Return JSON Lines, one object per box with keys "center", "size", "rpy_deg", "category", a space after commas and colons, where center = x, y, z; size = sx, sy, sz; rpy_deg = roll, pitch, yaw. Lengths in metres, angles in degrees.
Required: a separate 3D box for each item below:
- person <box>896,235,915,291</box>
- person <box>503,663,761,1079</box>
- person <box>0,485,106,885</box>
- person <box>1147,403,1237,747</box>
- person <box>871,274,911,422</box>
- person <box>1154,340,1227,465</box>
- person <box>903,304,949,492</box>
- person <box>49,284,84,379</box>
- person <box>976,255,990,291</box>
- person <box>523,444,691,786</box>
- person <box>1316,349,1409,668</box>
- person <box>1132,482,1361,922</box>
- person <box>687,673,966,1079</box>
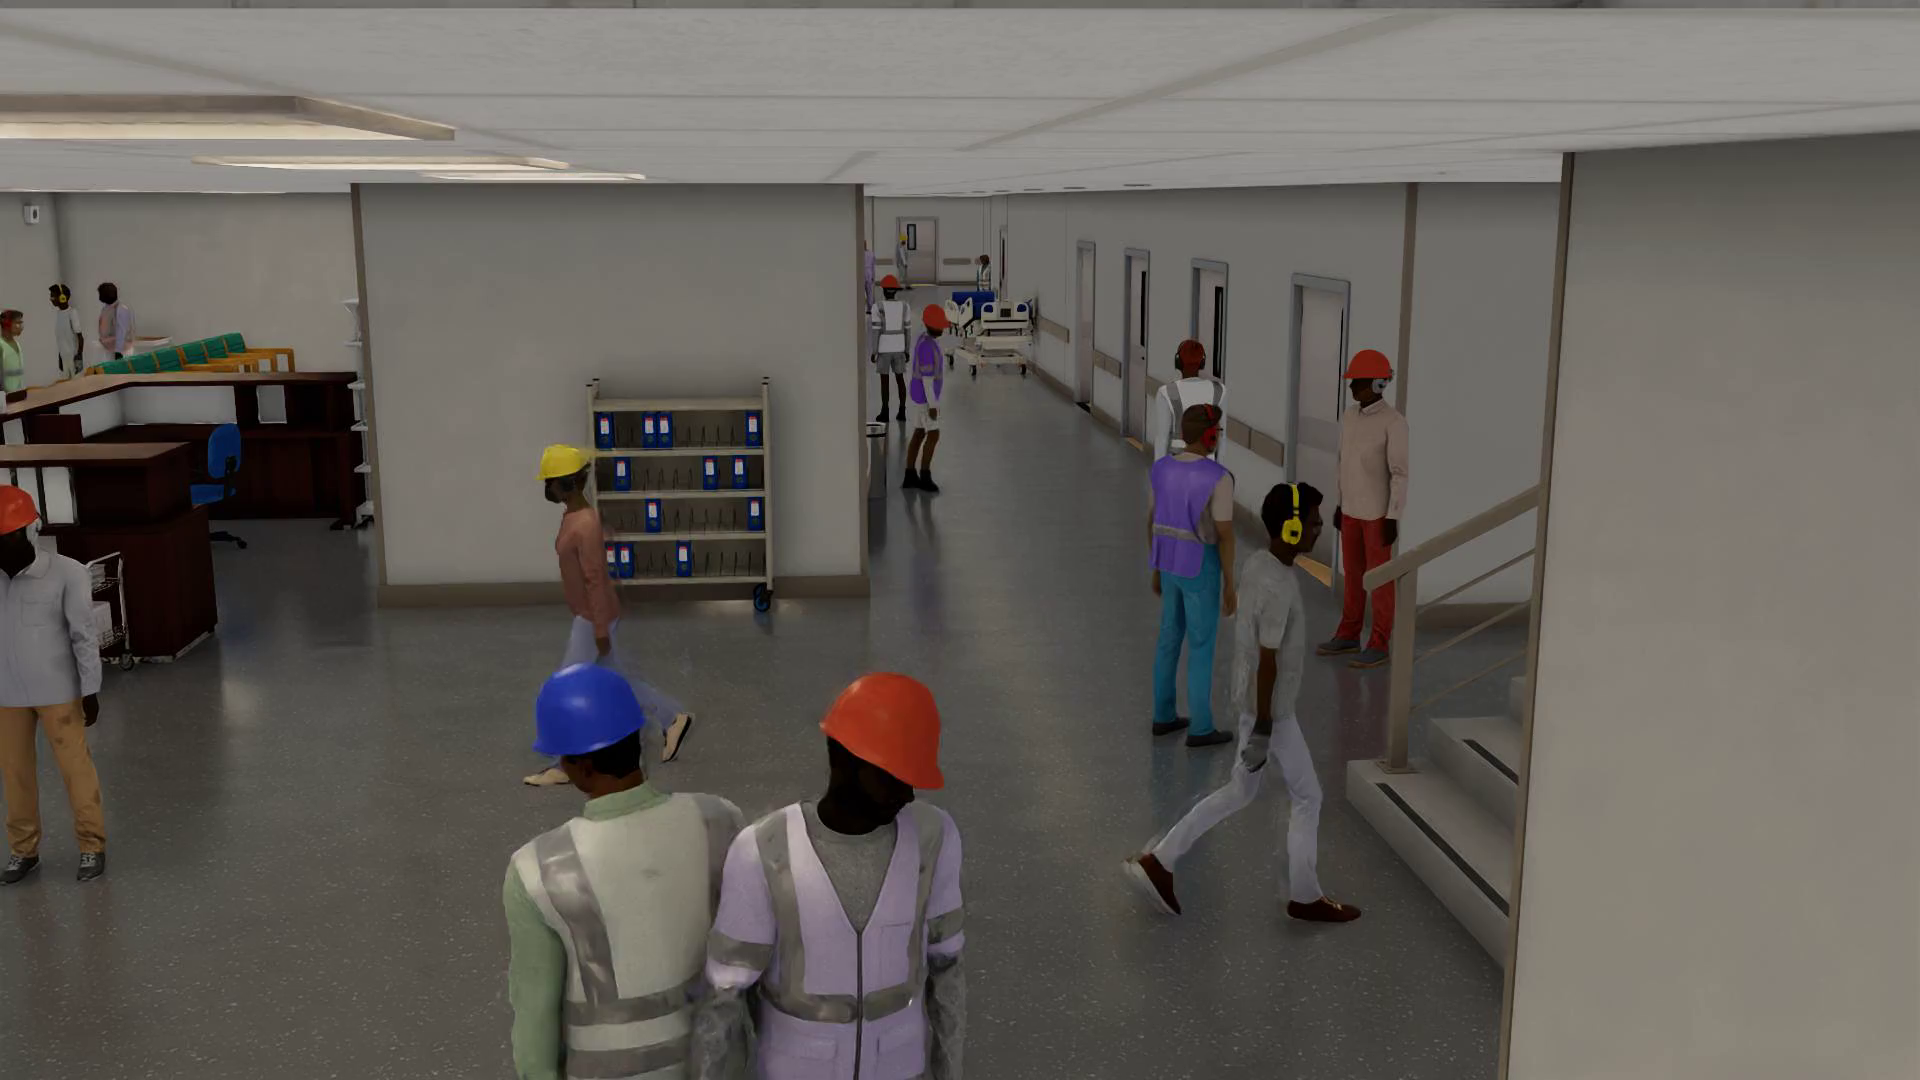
{"center": [-1.799, -8.956, 53.755], "size": [0.677, 1.786, 0.631], "rpy_deg": [-2, 12, -9], "category": "person"}
{"center": [-0.651, 1.221, 3.771], "size": [0.646, 1.902, 0.881], "rpy_deg": [-8, 14, -36], "category": "person"}
{"center": [-3.943, 0.622, 7.059], "size": [0.563, 1.742, 0.361], "rpy_deg": [-1, 12, -6], "category": "person"}
{"center": [1.228, 0.188, 8.926], "size": [0.376, 1.841, 0.579], "rpy_deg": [-9, 15, -38], "category": "person"}
{"center": [-0.926, -2.531, 21.985], "size": [0.553, 1.935, 0.364], "rpy_deg": [-5, 13, -24], "category": "person"}
{"center": [1.709, -0.553, 12.453], "size": [0.574, 1.883, 0.355], "rpy_deg": [-4, 12, -17], "category": "person"}
{"center": [-0.350, -1.425, 16.709], "size": [0.478, 1.886, 0.608], "rpy_deg": [0, 12, 0], "category": "person"}
{"center": [-11.220, -2.287, 20.966], "size": [0.526, 1.865, 0.315], "rpy_deg": [9, 15, 37], "category": "person"}
{"center": [0.600, -5.917, 39.288], "size": [0.509, 1.629, 0.315], "rpy_deg": [10, 15, 39], "category": "person"}
{"center": [-1.786, 0.362, 8.384], "size": [0.822, 1.724, 0.557], "rpy_deg": [-4, 12, -19], "category": "person"}
{"center": [2.543, -0.197, 10.432], "size": [0.391, 1.995, 0.613], "rpy_deg": [-5, 13, -22], "category": "person"}
{"center": [1.164, 0.666, 6.637], "size": [0.871, 1.831, 0.520], "rpy_deg": [-1, 12, -4], "category": "person"}
{"center": [-0.329, 1.211, 3.785], "size": [0.706, 1.907, 0.509], "rpy_deg": [-3, 12, -17], "category": "person"}
